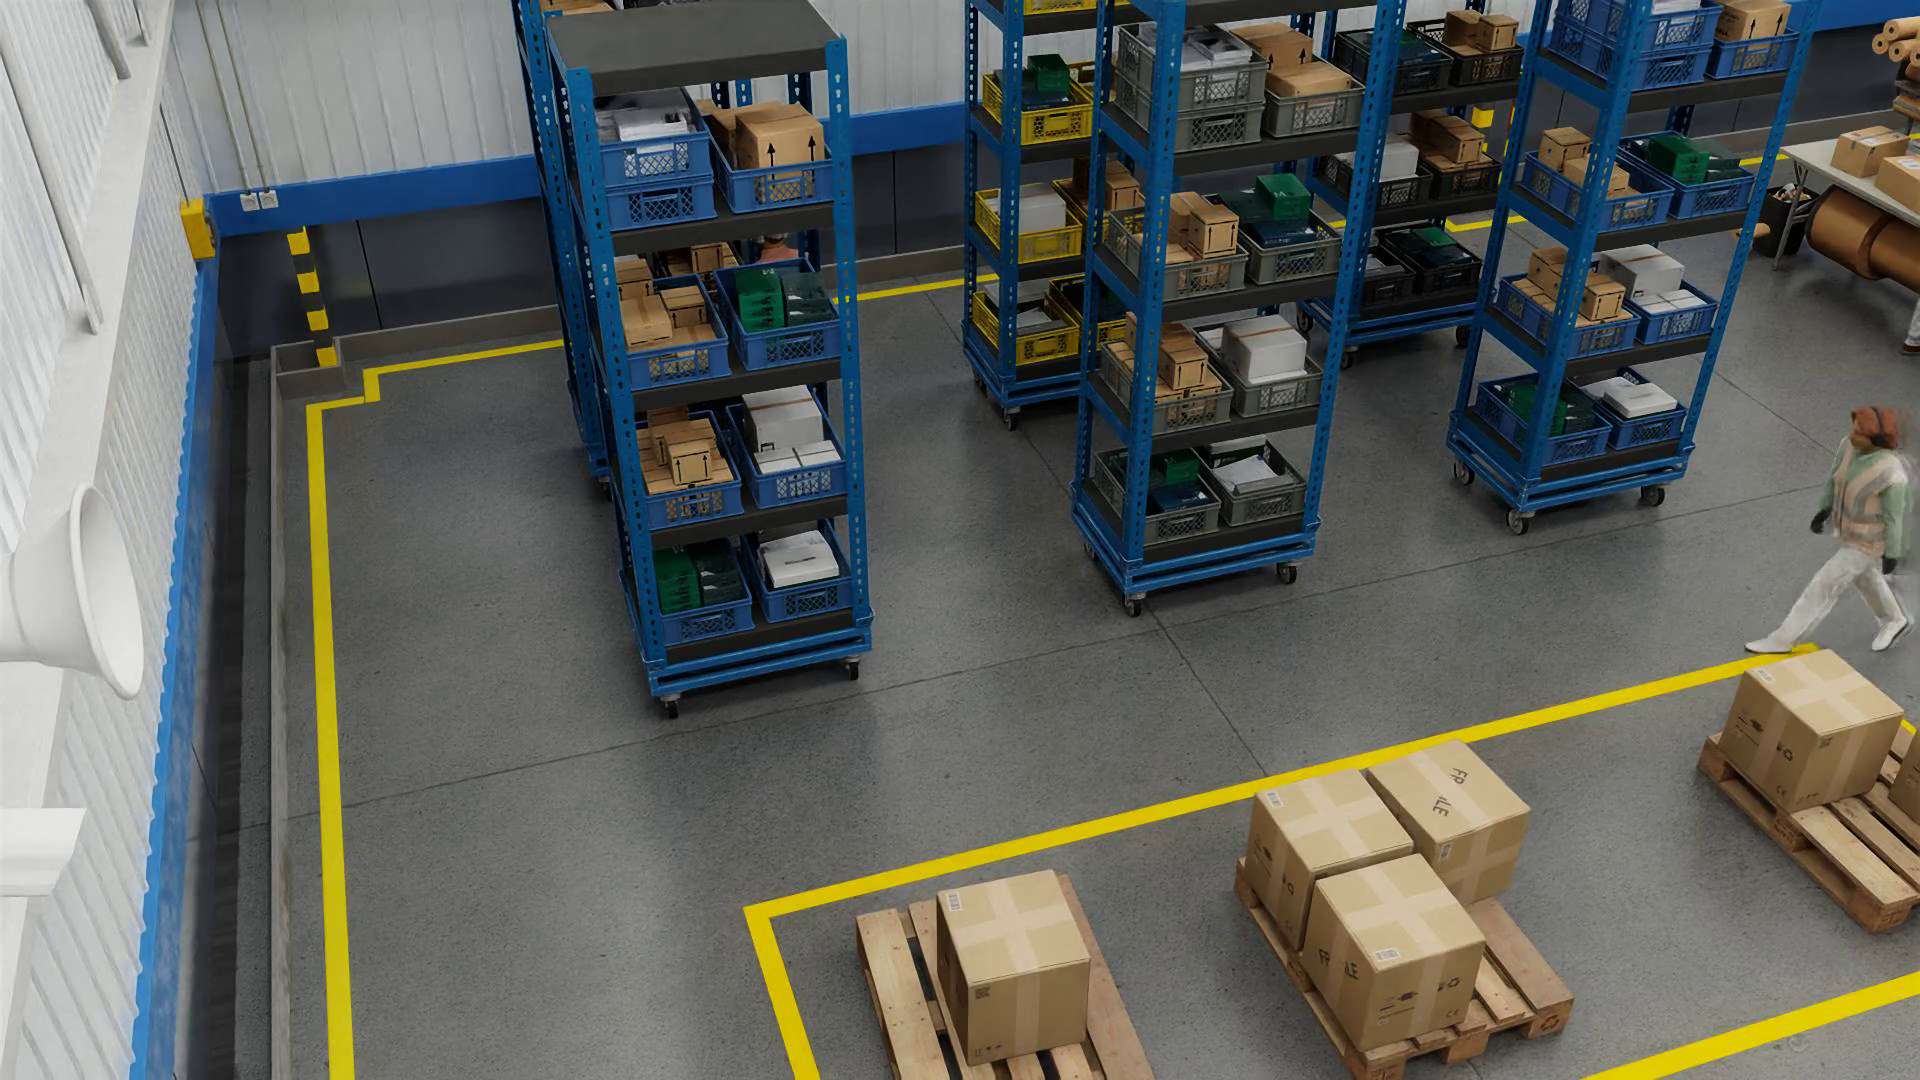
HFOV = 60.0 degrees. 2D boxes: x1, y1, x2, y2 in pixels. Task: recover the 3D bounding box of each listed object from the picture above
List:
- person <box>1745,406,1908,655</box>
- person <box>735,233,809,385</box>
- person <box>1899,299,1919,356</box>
[{"bbox_3d":[4.906,-0.042,8.967,0.887,1.580,0.519,0,35,-1],"label":"person"},{"bbox_3d":[-1.115,-1.165,10.215,0.625,1.980,0.410,-29,44,-34],"label":"person"},{"bbox_3d":[7.050,-2.067,11.538,0.370,1.930,0.629,-1,35,-1],"label":"person"}]
